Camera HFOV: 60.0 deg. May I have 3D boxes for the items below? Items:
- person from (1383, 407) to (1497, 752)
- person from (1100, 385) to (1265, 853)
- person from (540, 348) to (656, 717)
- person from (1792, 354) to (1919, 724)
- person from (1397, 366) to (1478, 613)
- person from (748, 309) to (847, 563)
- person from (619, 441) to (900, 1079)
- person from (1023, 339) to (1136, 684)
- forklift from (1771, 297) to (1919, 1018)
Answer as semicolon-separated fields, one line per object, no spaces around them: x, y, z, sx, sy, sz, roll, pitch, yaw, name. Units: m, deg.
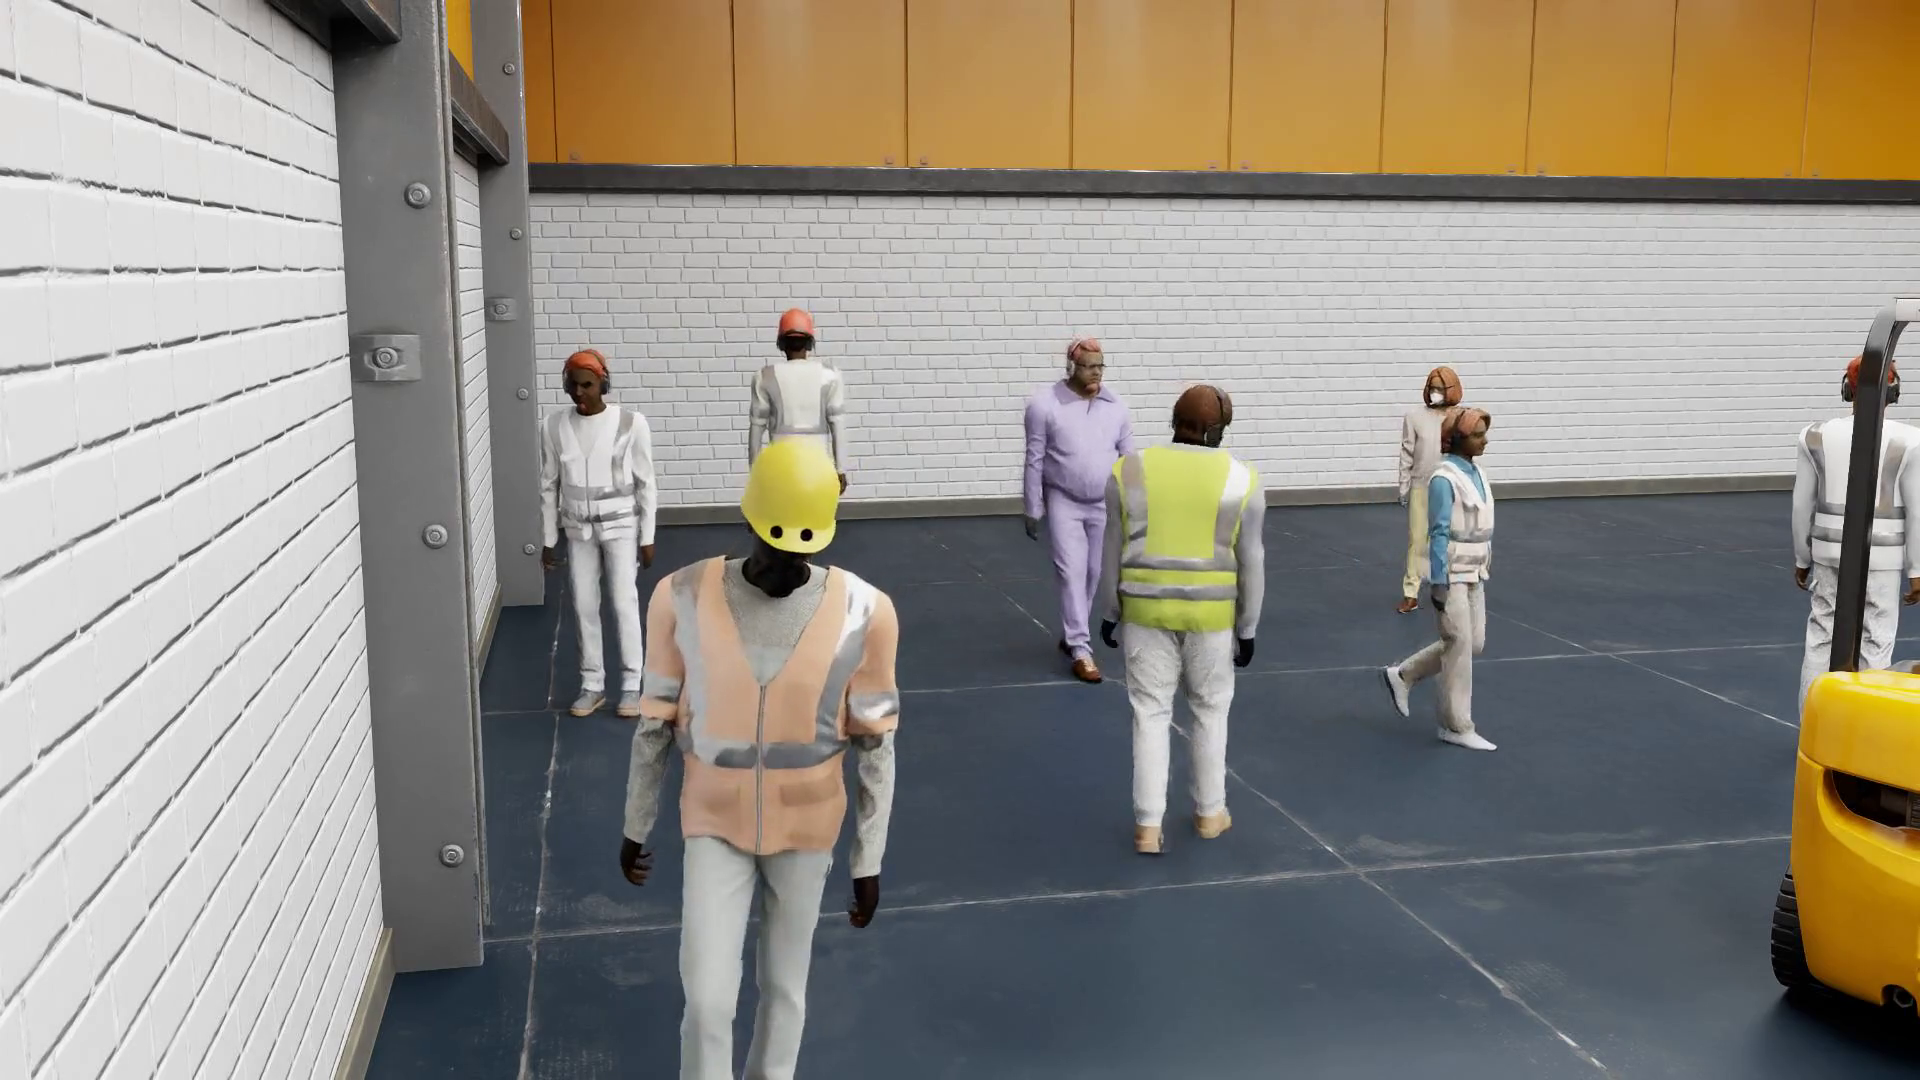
2.305;0.171;7.911;0.568;1.625;0.519;8;12;40;person
0.868;0.316;6.506;0.642;1.827;0.479;1;9;9;person
-1.824;-0.027;8.366;0.593;1.872;0.395;2;9;10;person
4.079;0.099;7.554;0.356;1.884;0.574;-9;13;-43;person
3.112;-0.319;10.858;0.497;1.633;0.278;4;10;23;person
-1.092;-0.533;11.081;0.625;1.987;1.078;-3;10;-15;person
-0.480;0.699;3.904;0.677;1.875;0.653;-1;9;-3;person
0.707;-0.190;9.358;0.674;1.886;0.742;-4;10;-21;person
3.542;0.334;5.177;2.313;2.155;1.214;-9;13;-43;forklift
